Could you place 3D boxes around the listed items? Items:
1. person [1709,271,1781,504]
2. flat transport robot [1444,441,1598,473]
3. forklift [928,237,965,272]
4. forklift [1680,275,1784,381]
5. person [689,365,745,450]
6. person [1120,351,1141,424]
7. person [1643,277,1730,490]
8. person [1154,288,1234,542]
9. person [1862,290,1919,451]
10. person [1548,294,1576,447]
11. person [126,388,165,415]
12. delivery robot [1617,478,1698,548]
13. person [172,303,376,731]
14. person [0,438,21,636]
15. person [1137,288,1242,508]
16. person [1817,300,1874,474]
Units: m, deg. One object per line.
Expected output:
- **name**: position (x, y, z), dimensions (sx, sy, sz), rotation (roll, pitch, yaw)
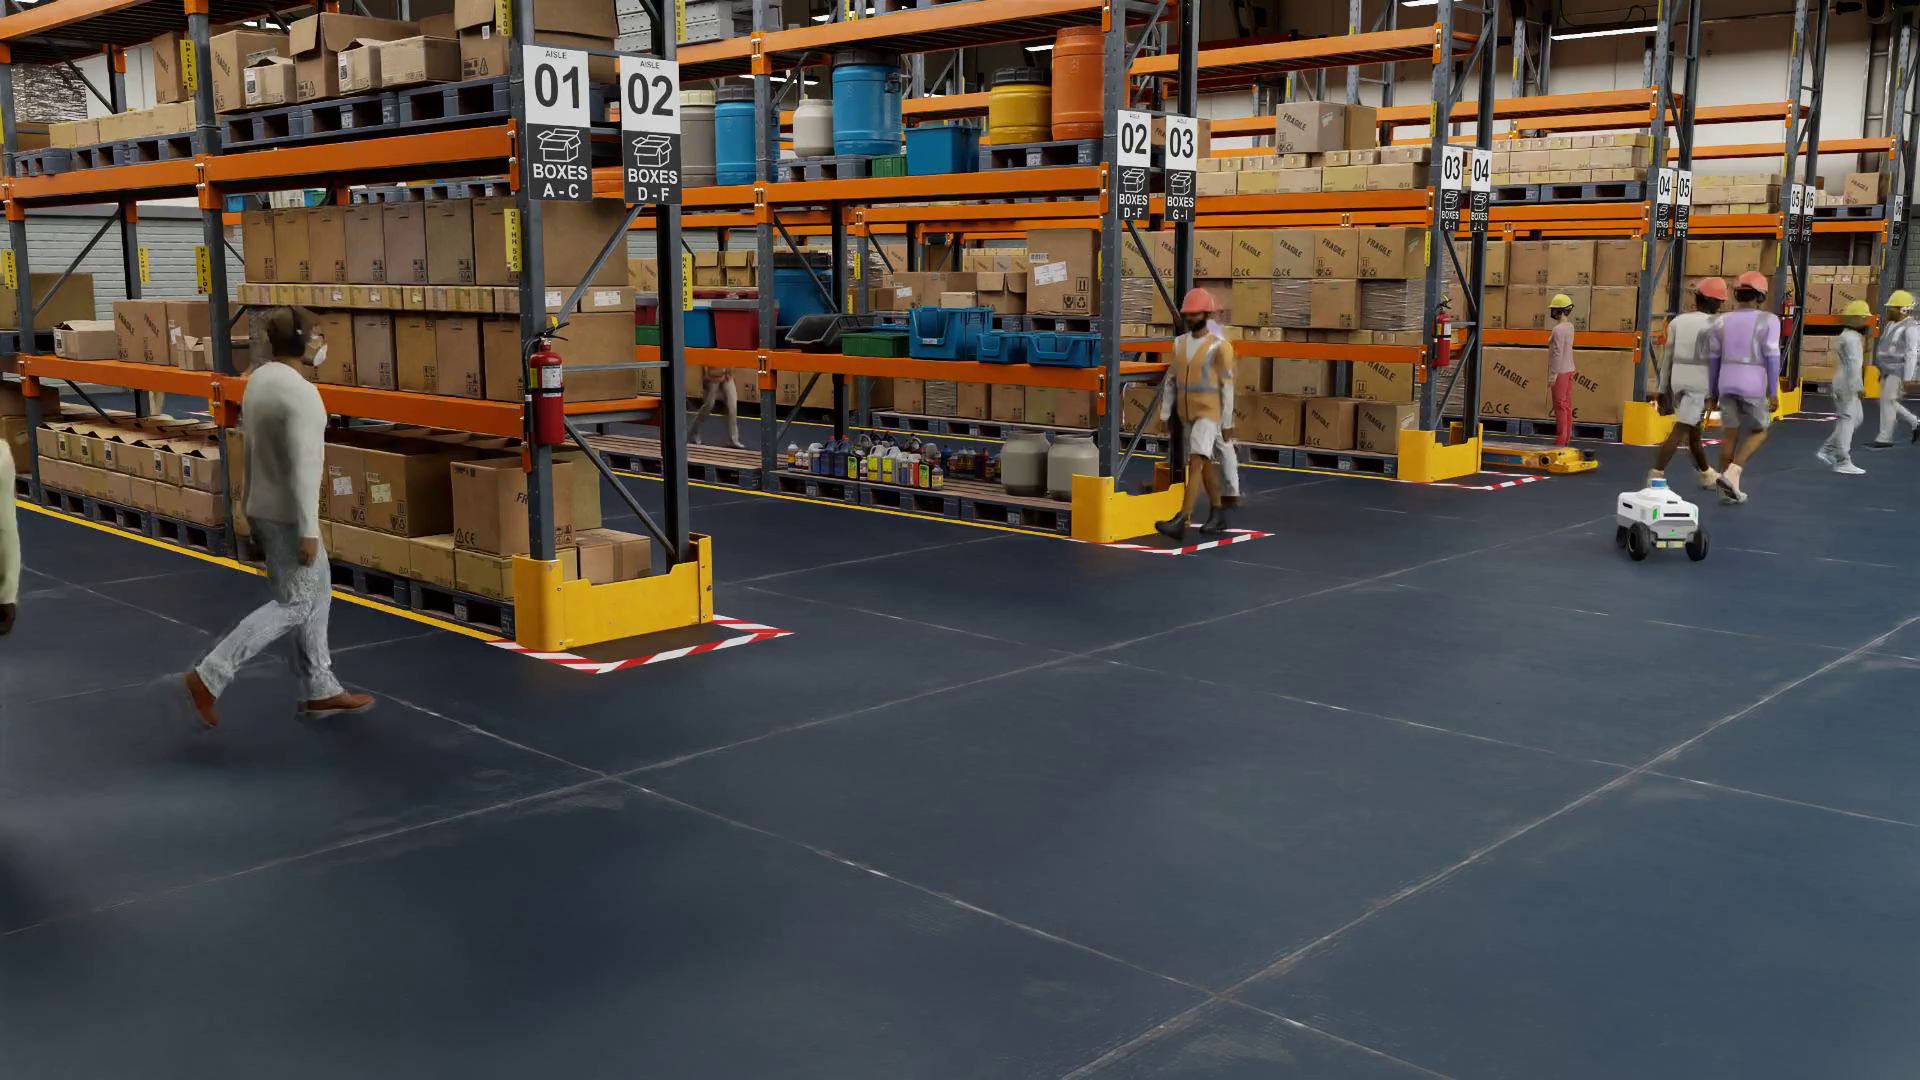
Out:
- **person**: position (6.814, -1.316, 14.464), dimensions (0.527, 2.032, 0.662), rotation (-6, 11, -34)
- **flat transport robot**: position (5.803, -0.876, 17.297), dimensions (0.652, 0.197, 1.431), rotation (-9, 13, -44)
- **forklift**: position (-0.326, -5.817, 39.609), dimensions (1.129, 2.768, 1.873), rotation (9, 13, 43)
- **forklift**: position (12.480, -3.427, 27.053), dimensions (1.214, 2.155, 2.313), rotation (9, 13, 43)
- **person**: position (-2.829, -1.864, 19.146), dimensions (0.770, 1.612, 0.526), rotation (8, 12, 42)
- **person**: position (2.251, -2.357, 22.083), dimensions (0.285, 1.632, 0.498), rotation (7, 12, 38)
- **person**: position (6.710, -1.400, 15.168), dimensions (1.089, 1.975, 0.626), rotation (-3, 10, -20)
- **person**: position (1.772, -0.950, 12.639), dimensions (0.995, 1.889, 0.546), rotation (-8, 12, -39)
- **person**: position (10.645, -1.912, 18.800), dimensions (0.641, 1.815, 0.608), rotation (2, 9, 9)
- **person**: position (6.725, -1.869, 18.680), dimensions (0.328, 1.769, 0.526), rotation (7, 11, 35)
- **person**: position (-8.793, -1.716, 18.211), dimensions (0.777, 1.597, 0.527), rotation (7, 12, 39)
- **delivery robot**: position (5.030, -0.202, 12.005), dimensions (0.477, 0.478, 0.707), rotation (0, 9, 1)
- **person**: position (-3.075, -0.090, 7.380), dimensions (0.815, 1.912, 0.635), rotation (-7, 12, -37)
- **person**: position (-3.764, 0.169, 6.120), dimensions (0.588, 1.796, 0.862), rotation (-9, 13, -44)
- **person**: position (2.037, -1.225, 14.389), dimensions (0.654, 1.878, 1.044), rotation (-9, 13, -44)
- **person**: position (8.969, -1.538, 16.748), dimensions (0.363, 1.735, 0.504), rotation (5, 10, 27)
